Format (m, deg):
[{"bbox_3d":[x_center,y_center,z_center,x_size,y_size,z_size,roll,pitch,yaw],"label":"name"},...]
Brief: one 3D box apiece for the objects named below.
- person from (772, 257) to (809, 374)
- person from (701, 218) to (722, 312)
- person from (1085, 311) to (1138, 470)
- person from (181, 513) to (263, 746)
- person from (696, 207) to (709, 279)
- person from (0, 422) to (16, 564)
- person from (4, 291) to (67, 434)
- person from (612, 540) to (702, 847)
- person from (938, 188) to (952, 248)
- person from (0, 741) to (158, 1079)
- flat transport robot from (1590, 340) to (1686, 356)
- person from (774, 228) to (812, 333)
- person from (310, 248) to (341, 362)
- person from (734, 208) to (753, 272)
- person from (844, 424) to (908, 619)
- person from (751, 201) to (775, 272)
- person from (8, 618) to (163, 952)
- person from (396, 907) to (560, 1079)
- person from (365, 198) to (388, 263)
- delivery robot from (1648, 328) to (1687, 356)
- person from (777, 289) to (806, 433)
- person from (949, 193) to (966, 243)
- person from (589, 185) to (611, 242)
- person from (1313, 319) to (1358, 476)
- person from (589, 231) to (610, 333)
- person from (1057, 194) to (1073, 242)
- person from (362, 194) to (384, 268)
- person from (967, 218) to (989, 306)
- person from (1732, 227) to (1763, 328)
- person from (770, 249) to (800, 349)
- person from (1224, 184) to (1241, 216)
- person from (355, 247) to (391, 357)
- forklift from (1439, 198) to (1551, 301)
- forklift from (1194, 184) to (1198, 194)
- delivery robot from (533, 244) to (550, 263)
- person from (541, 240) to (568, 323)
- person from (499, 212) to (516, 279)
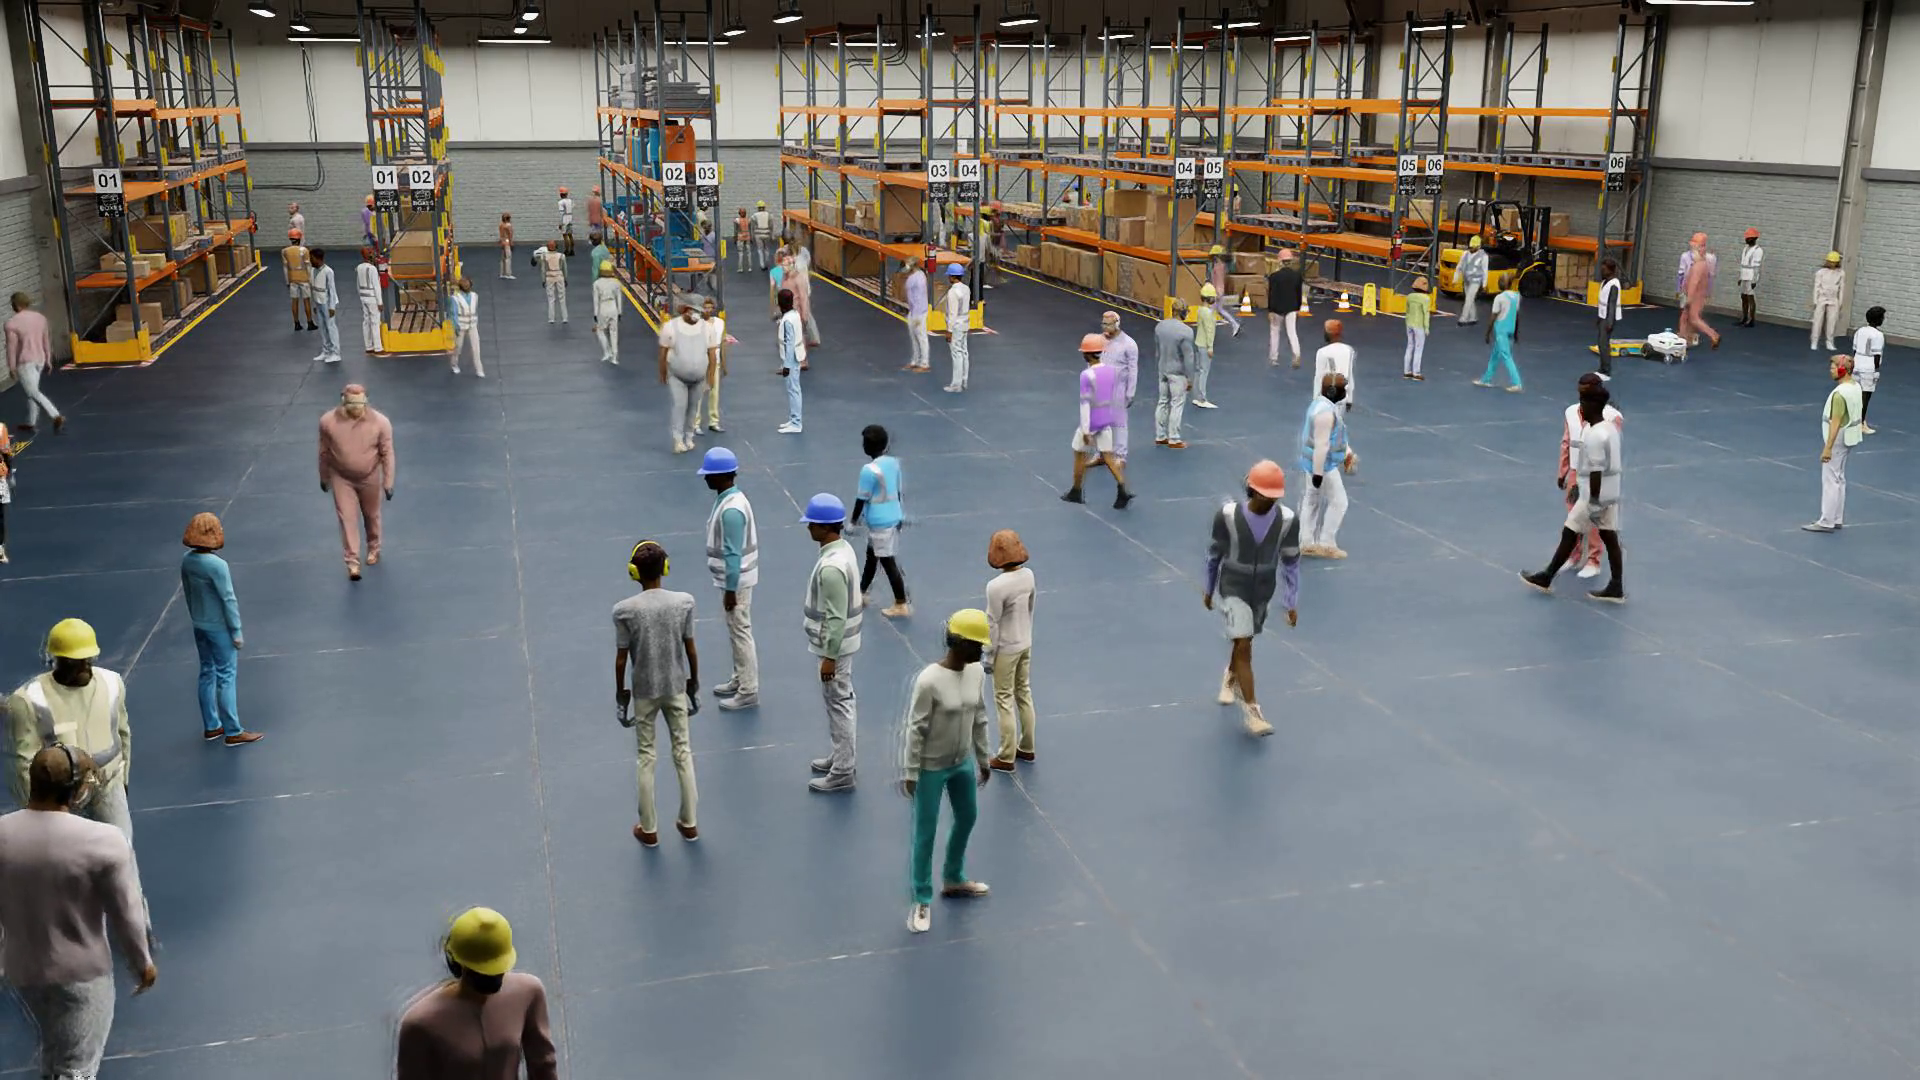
[{"bbox_3d":[-2.820,-3.637,26.941,0.865,1.874,0.642,-9,17,-30],"label":"person"},{"bbox_3d":[-5.202,-5.727,34.695,0.364,1.938,0.638,-13,20,-41],"label":"person"},{"bbox_3d":[1.794,-1.786,19.916,0.651,1.906,0.402,11,18,34],"label":"person"},{"bbox_3d":[-5.106,0.610,11.422,0.500,1.633,0.284,10,18,32],"label":"person"},{"bbox_3d":[-6.338,-7.454,41.107,0.409,1.987,0.607,-2,15,-6],"label":"person"},{"bbox_3d":[-9.263,-0.583,15.793,0.556,1.683,0.365,-14,20,-43],"label":"person"},{"bbox_3d":[-12.262,-2.341,22.006,0.886,1.913,0.637,5,16,17],"label":"person"},{"bbox_3d":[-1.787,0.912,9.861,0.515,1.860,0.325,-6,16,-20],"label":"person"},{"bbox_3d":[-0.441,-9.604,49.481,0.430,1.837,0.628,2,15,7],"label":"person"},{"bbox_3d":[-3.639,1.742,6.687,0.654,1.905,0.804,2,15,7],"label":"person"},{"bbox_3d":[11.791,-3.351,28.937,1.431,0.197,0.652,1,15,4],"label":"flat transport robot"},{"bbox_3d":[-3.153,-4.839,31.147,0.709,2.000,0.540,-9,17,-29],"label":"person"},{"bbox_3d":[-10.747,-3.978,28.149,0.588,1.915,0.398,13,19,40],"label":"person"},{"bbox_3d":[-5.543,-7.682,42.613,0.517,1.641,0.308,-7,16,-23],"label":"person"},{"bbox_3d":[-0.781,-0.165,14.280,0.833,1.658,0.547,6,16,21],"label":"person"},{"bbox_3d":[-5.109,-7.830,42.864,0.627,1.791,0.874,-3,15,-12],"label":"person"},{"bbox_3d":[-4.644,1.258,8.723,0.917,1.792,0.604,13,20,41],"label":"person"},{"bbox_3d":[-1.616,2.068,5.748,0.537,1.718,0.858,-14,20,-42],"label":"person"},{"bbox_3d":[-14.422,-7.457,41.116,0.422,1.987,0.622,-10,18,-33],"label":"person"},{"bbox_3d":[11.976,-3.337,28.162,0.477,0.478,0.707,-2,15,-8],"label":"delivery robot"},{"bbox_3d":[-2.252,-2.389,22.172,0.392,1.915,0.590,0,15,0],"label":"person"},{"bbox_3d":[-0.048,-9.450,49.175,0.577,1.675,0.539,-9,17,-30],"label":"person"},{"bbox_3d":[-10.099,-9.014,46.991,0.630,1.961,0.836,13,19,39],"label":"person"},{"bbox_3d":[4.429,-1.652,19.510,0.579,1.863,0.719,-11,18,-35],"label":"person"},{"bbox_3d":[-6.827,-4.904,31.608,0.365,1.932,0.629,3,15,10],"label":"person"},{"bbox_3d":[3.101,-9.430,49.290,0.503,1.582,0.864,-5,16,-18],"label":"person"},{"bbox_3d":[-15.391,-8.112,43.725,0.588,1.910,0.410,-1,15,-2],"label":"person"},{"bbox_3d":[0.390,-5.962,35.700,0.508,1.872,0.329,-7,17,-26],"label":"person"},{"bbox_3d":[15.327,-5.106,32.370,0.392,1.930,0.544,-1,15,-5],"label":"person"},{"bbox_3d":[-3.034,-4.172,29.094,0.568,1.803,0.908,-10,18,-32],"label":"person"},{"bbox_3d":[7.977,-9.434,48.653,0.584,1.928,0.374,-8,17,-26],"label":"person"},{"bbox_3d":[-10.161,-4.114,28.720,0.573,1.883,0.353,12,19,37],"label":"person"},{"bbox_3d":[11.913,-6.508,37.130,2.313,2.155,1.214,-4,15,-15],"label":"forklift"},{"bbox_3d":[7.392,-11.333,53.972,1.873,2.768,1.129,-4,15,-15],"label":"forklift"},{"bbox_3d":[-11.091,-7.640,44.353,0.477,0.478,0.707,3,15,10],"label":"delivery robot"},{"bbox_3d":[-8.027,-5.115,32.957,0.512,1.639,0.311,-4,16,-16],"label":"person"},{"bbox_3d":[-11.193,-7.270,41.087,0.317,1.631,0.530,-14,20,-42],"label":"person"}]
